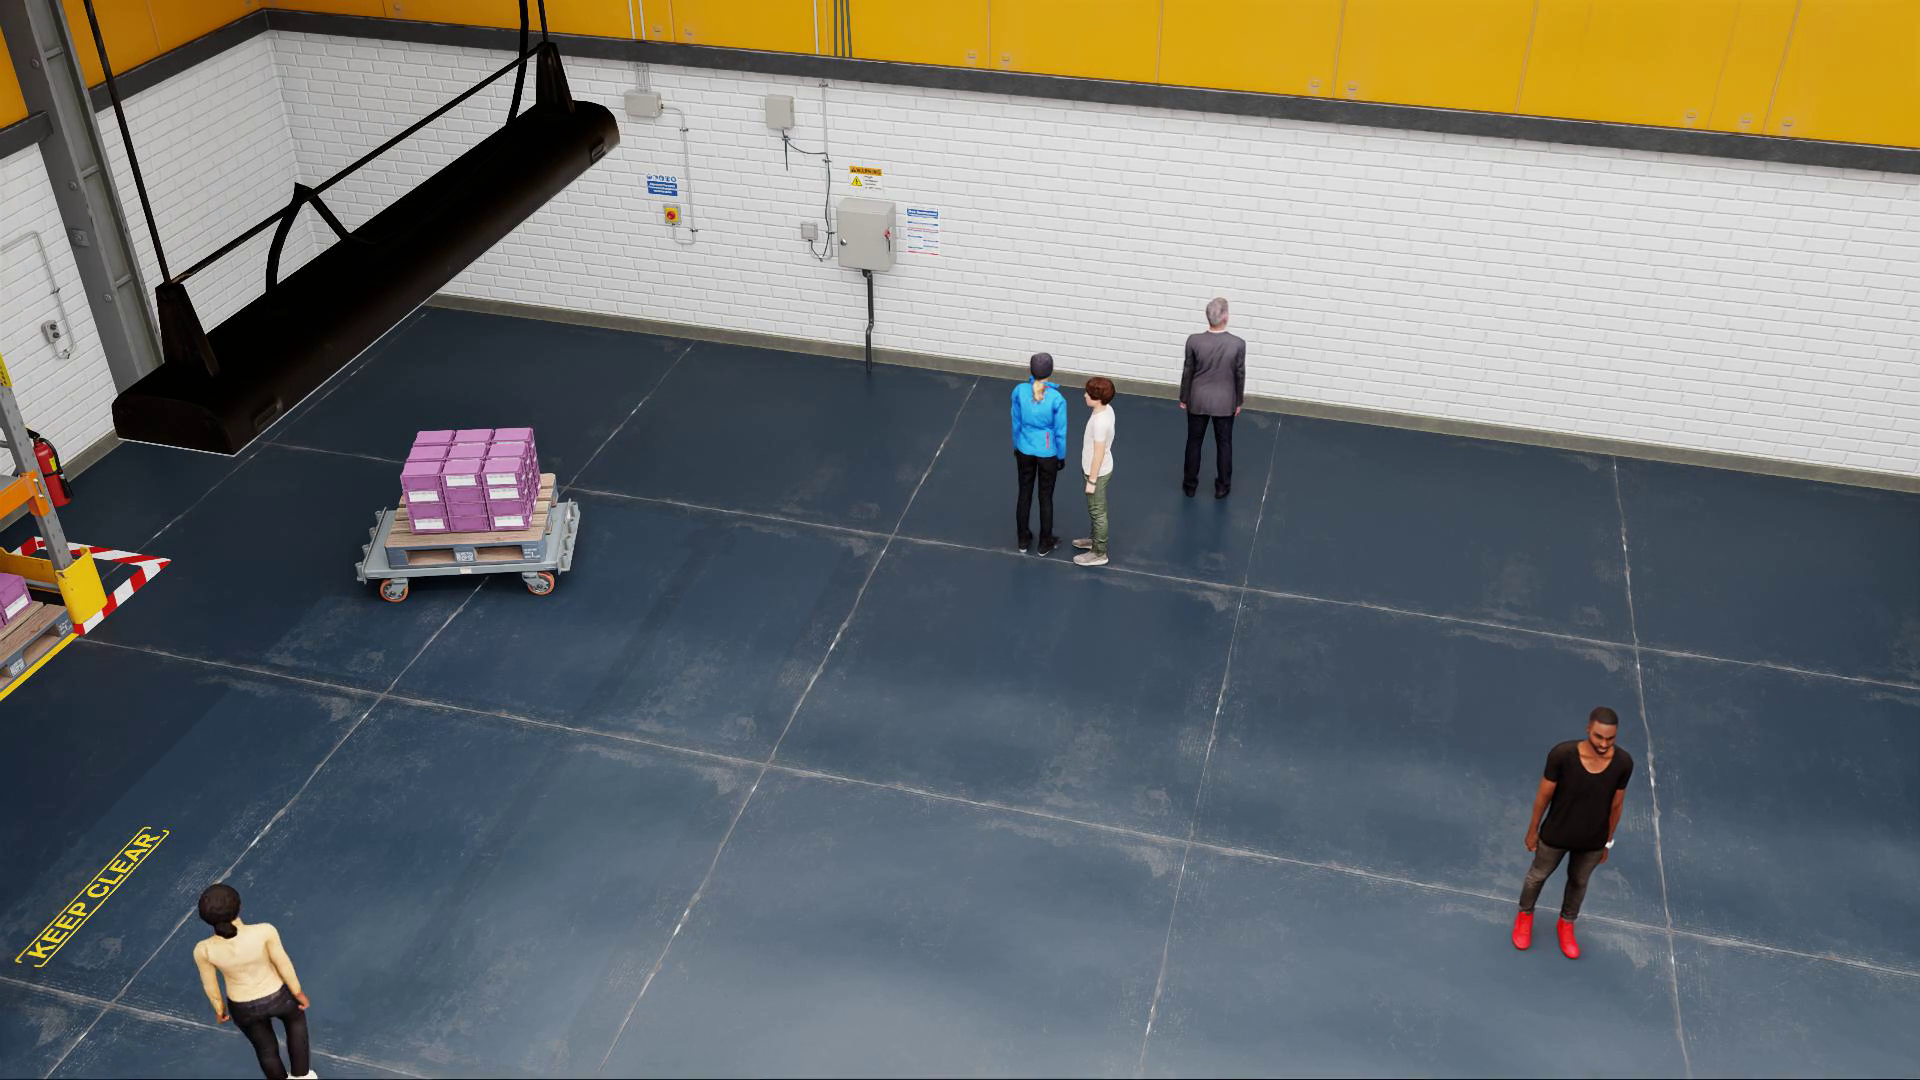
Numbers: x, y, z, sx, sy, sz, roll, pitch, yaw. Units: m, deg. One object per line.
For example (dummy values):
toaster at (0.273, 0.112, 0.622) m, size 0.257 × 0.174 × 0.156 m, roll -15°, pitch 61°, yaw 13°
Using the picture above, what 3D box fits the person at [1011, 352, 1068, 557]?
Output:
person at (0.624, -0.693, 13.374) m, size 0.655 × 1.797 × 0.587 m, roll 15°, pitch 36°, yaw 21°

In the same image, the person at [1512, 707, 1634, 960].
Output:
person at (3.609, 1.692, 9.779) m, size 0.647 × 1.804 × 0.553 m, roll 6°, pitch 34°, yaw 9°

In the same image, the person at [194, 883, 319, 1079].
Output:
person at (-3.673, 2.472, 8.744) m, size 0.749 × 1.652 × 0.793 m, roll -12°, pitch 35°, yaw -17°

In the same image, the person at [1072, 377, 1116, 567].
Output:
person at (1.100, -0.561, 13.304) m, size 0.660 × 1.655 × 0.516 m, roll 3°, pitch 34°, yaw 4°

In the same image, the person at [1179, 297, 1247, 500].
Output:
person at (2.135, -1.194, 14.091) m, size 0.724 × 1.838 × 0.625 m, roll 5°, pitch 34°, yaw 8°
